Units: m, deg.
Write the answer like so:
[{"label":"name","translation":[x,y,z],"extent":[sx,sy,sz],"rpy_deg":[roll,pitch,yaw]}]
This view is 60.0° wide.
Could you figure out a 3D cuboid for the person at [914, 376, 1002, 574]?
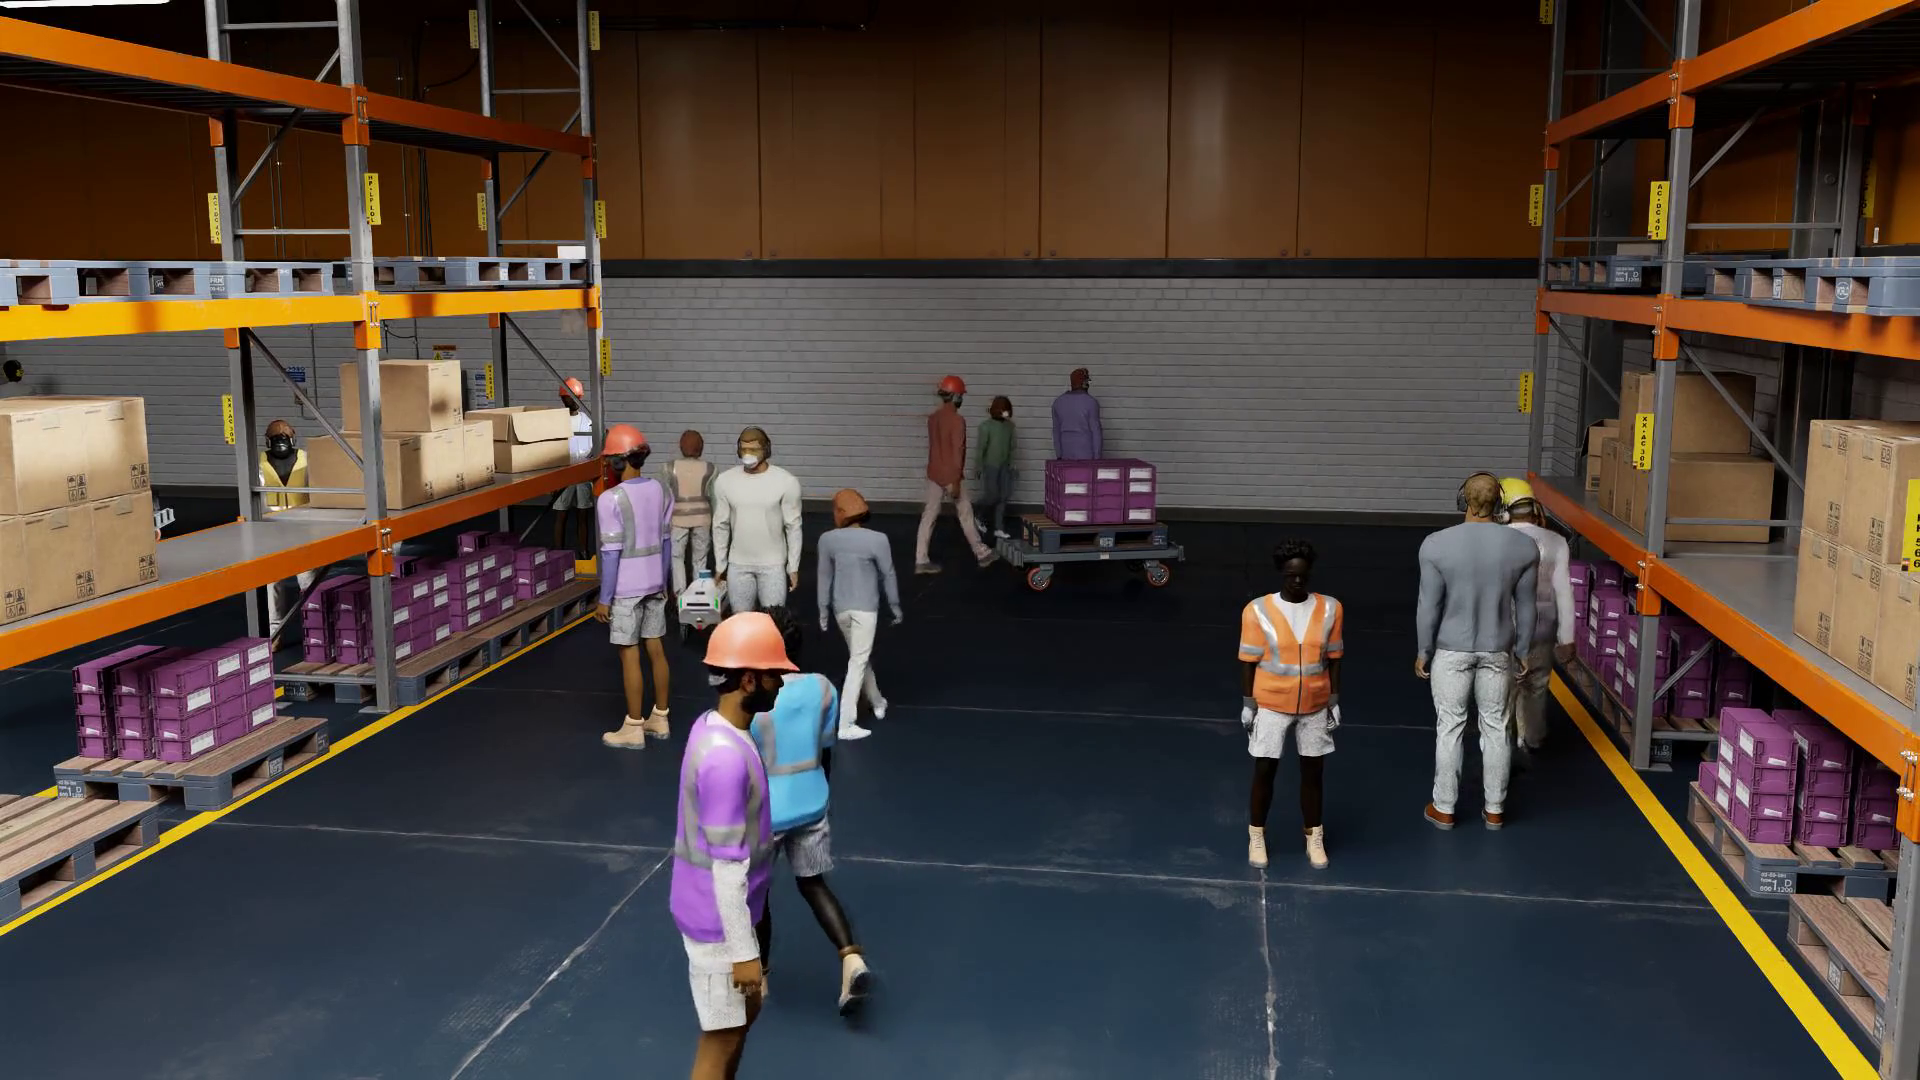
[{"label":"person","translation":[-0.040,-0.650,16.510],"extent":[1.038,1.942,0.631],"rpy_deg":[-7,11,-36]}]

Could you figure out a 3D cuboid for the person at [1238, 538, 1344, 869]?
[{"label":"person","translation":[1.647,0.818,8.303],"extent":[0.533,1.687,0.320],"rpy_deg":[-1,9,-4]}]

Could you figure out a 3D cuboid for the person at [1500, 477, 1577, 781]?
[{"label":"person","translation":[3.339,0.523,9.886],"extent":[0.639,1.771,0.935],"rpy_deg":[5,10,27]}]

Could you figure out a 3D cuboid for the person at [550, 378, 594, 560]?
[{"label":"person","translation":[-3.819,-0.629,16.435],"extent":[0.545,1.942,0.350],"rpy_deg":[-7,12,-37]}]

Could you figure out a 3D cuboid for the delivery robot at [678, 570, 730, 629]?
[{"label":"delivery robot","translation":[-2.068,0.486,13.533],"extent":[0.477,0.478,0.707],"rpy_deg":[0,9,1]}]

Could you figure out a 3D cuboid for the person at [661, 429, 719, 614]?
[{"label":"person","translation":[-2.322,-0.137,14.349],"extent":[0.539,1.624,0.446],"rpy_deg":[-1,9,-9]}]

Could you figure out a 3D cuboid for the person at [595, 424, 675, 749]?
[{"label":"person","translation":[-2.059,0.290,10.450],"extent":[0.374,2.044,0.605],"rpy_deg":[6,11,31]}]

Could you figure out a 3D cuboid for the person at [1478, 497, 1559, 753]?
[{"label":"person","translation":[3.446,0.529,10.274],"extent":[0.500,1.629,0.272],"rpy_deg":[1,9,3]}]

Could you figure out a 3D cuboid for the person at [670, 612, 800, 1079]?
[{"label":"person","translation":[-0.714,1.184,5.320],"extent":[0.417,1.923,0.574],"rpy_deg":[-1,9,-5]}]

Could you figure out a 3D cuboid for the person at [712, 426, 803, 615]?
[{"label":"person","translation":[-1.399,0.177,11.473],"extent":[0.635,1.936,0.356],"rpy_deg":[2,9,11]}]

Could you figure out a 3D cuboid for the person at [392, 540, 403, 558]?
[{"label":"person","translation":[-5.474,-0.475,15.691],"extent":[0.572,1.869,0.407],"rpy_deg":[-7,11,-35]}]

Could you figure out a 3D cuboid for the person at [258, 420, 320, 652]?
[{"label":"person","translation":[-5.287,-0.030,13.074],"extent":[0.621,1.837,0.429],"rpy_deg":[-4,10,-23]}]

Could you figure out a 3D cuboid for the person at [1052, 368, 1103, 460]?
[{"label":"person","translation":[1.344,-0.968,18.631],"extent":[0.639,1.910,0.407],"rpy_deg":[8,12,39]}]

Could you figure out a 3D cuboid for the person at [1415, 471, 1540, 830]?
[{"label":"person","translation":[2.747,0.595,8.891],"extent":[0.635,1.939,0.362],"rpy_deg":[1,9,4]}]

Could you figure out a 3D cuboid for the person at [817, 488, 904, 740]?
[{"label":"person","translation":[-0.625,0.456,10.810],"extent":[0.521,1.596,0.793],"rpy_deg":[5,11,29]}]

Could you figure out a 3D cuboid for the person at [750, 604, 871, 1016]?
[{"label":"person","translation":[-0.673,1.086,6.631],"extent":[0.536,1.678,0.703],"rpy_deg":[-8,12,-41]}]

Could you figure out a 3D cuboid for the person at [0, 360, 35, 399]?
[{"label":"person","translation":[-11.962,-1.350,21.126],"extent":[0.520,1.864,0.333],"rpy_deg":[-3,10,-19]}]

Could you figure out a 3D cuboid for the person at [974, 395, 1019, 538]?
[{"label":"person","translation":[0.397,-0.819,18.587],"extent":[0.533,1.611,0.400],"rpy_deg":[-8,12,-42]}]
